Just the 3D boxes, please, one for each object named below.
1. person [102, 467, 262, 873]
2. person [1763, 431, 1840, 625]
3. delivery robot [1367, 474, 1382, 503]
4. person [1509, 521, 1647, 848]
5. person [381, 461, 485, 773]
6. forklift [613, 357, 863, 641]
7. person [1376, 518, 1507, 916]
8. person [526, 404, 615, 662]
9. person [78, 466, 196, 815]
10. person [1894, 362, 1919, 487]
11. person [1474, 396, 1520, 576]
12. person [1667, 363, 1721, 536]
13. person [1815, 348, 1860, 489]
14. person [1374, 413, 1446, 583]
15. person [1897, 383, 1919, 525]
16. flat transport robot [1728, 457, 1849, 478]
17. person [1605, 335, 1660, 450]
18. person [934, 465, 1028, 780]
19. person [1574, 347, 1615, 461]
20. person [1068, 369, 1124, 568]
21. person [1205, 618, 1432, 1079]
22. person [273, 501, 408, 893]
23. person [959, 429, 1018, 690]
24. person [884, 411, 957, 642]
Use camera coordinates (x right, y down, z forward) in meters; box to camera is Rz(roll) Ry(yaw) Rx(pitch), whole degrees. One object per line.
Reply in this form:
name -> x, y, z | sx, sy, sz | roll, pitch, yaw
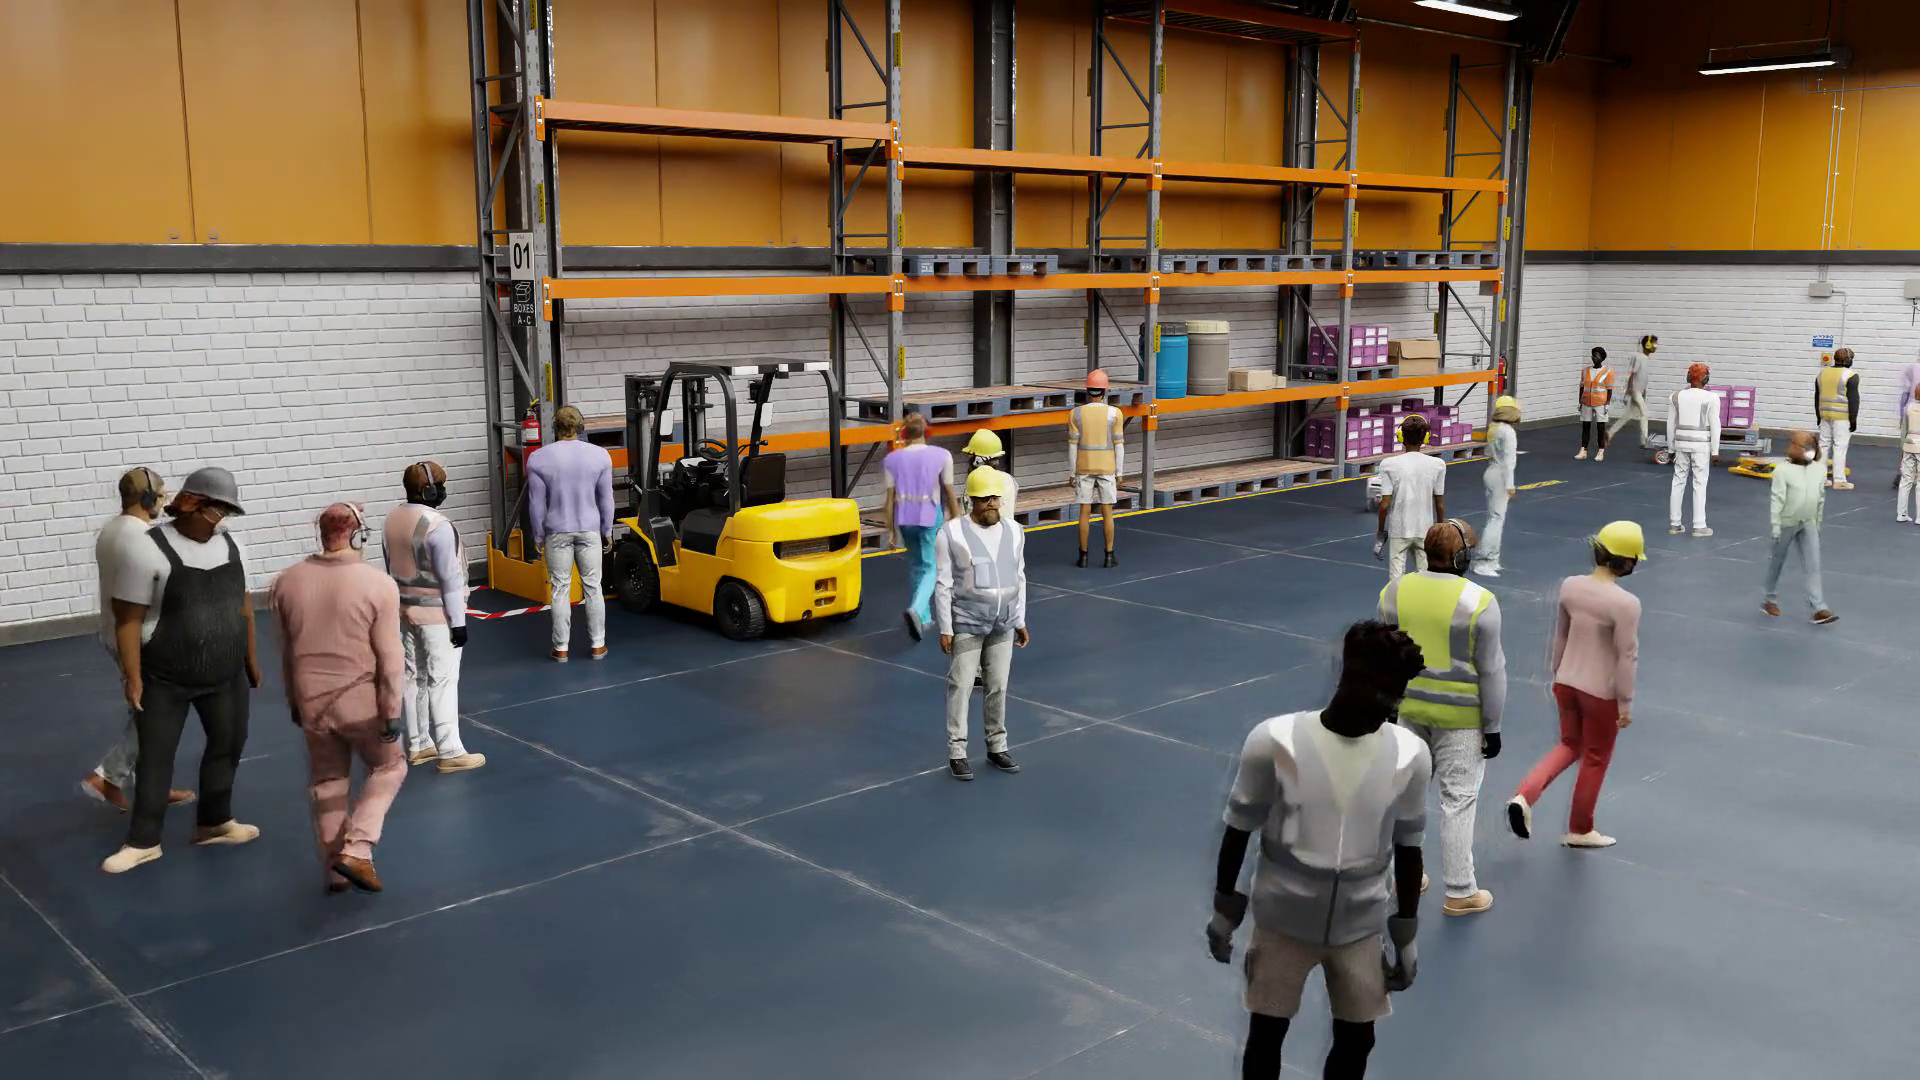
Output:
person -> -3.912, 0.608, 8.321 | 0.534, 2.000, 0.900 | 8, 12, 38
person -> 6.951, -0.098, 13.748 | 0.529, 1.585, 0.848 | -1, 10, -6
delivery robot -> 5.155, -0.659, 19.808 | 0.477, 0.478, 0.707 | 9, 13, 43
person -> 3.115, 0.755, 8.370 | 0.564, 1.735, 0.538 | -4, 10, -22
person -> -3.114, 0.451, 9.825 | 0.627, 1.844, 0.429 | 8, 12, 37
forklift -> -1.847, -0.414, 13.852 | 1.214, 2.155, 2.313 | -9, 13, -42
person -> 2.238, 0.811, 7.712 | 0.429, 1.844, 0.627 | -9, 13, -43
person -> -2.903, -0.048, 12.459 | 0.629, 1.940, 0.372 | -3, 10, -18
person -> -4.442, 0.570, 8.901 | 0.653, 1.920, 0.531 | 9, 13, 41
person -> 12.578, -1.665, 21.770 | 0.949, 2.007, 0.613 | -6, 12, -33
person -> 5.136, -0.516, 15.916 | 0.412, 1.708, 0.560 | 0, 10, 0
person -> 7.975, -0.981, 18.084 | 0.356, 1.884, 0.572 | -8, 13, -40
person -> 11.504, -1.595, 21.798 | 0.430, 1.843, 0.626 | -3, 10, -19
person -> 3.370, -0.015, 12.468 | 0.510, 1.872, 0.329 | 1, 10, 4
person -> 10.866, -0.987, 18.818 | 0.308, 1.645, 0.516 | -4, 10, -20
flat transport robot -> 11.470, -1.020, 23.023 | 1.431, 0.197, 0.652 | -2, 10, -14
person -> 10.602, -2.329, 26.207 | 0.900, 1.822, 0.560 | 6, 12, 33
person -> 0.139, 0.474, 9.711 | 0.588, 1.834, 0.403 | -5, 11, -27
person -> 9.429, -2.021, 24.710 | 0.318, 1.699, 0.533 | -9, 13, -43
person -> 1.324, -0.689, 16.208 | 0.543, 1.940, 0.361 | 2, 10, 9
person -> 1.085, 1.190, 5.263 | 0.764, 1.936, 0.366 | 0, 10, 1
person -> -2.911, 0.763, 7.859 | 0.659, 1.894, 0.459 | 2, 10, 10
person -> 0.169, 0.135, 11.688 | 0.403, 1.837, 0.590 | 5, 11, 28
person -> -0.335, -0.106, 13.178 | 0.588, 1.810, 0.793 | 3, 10, 18
